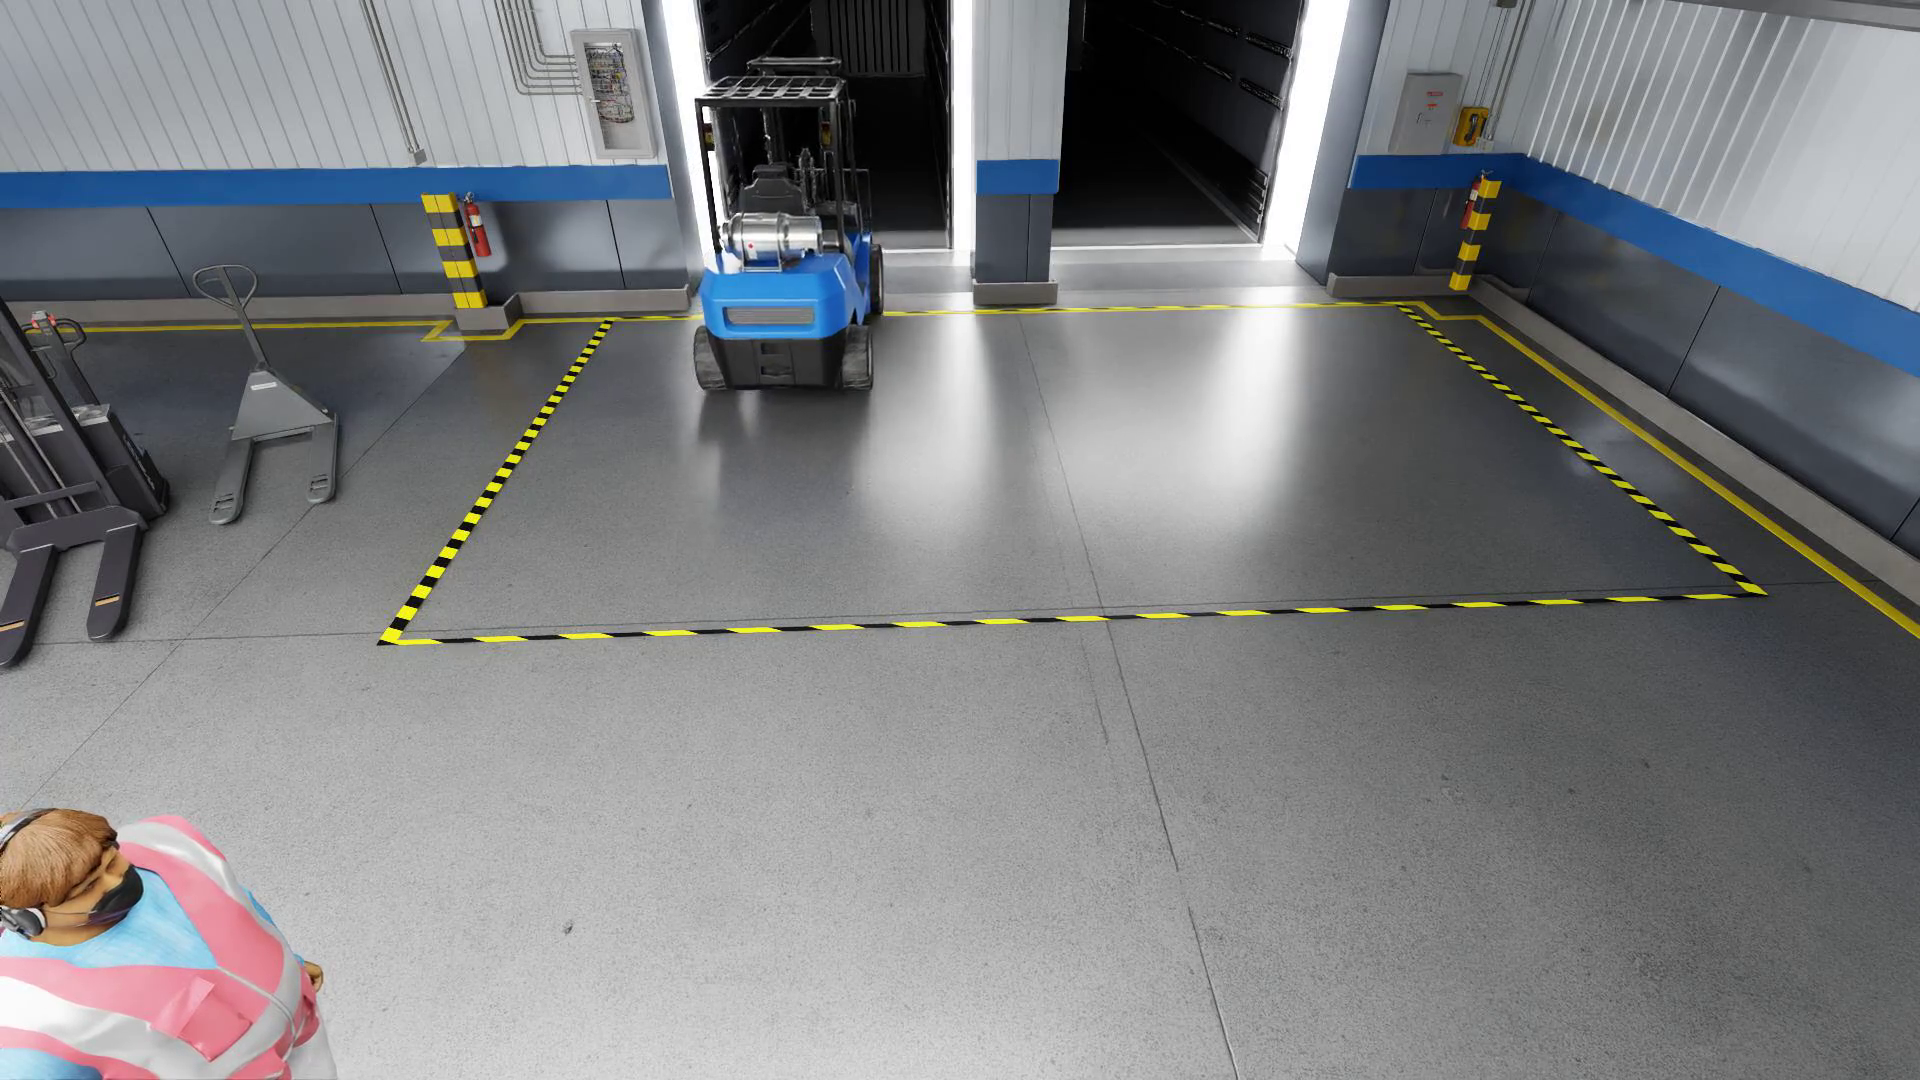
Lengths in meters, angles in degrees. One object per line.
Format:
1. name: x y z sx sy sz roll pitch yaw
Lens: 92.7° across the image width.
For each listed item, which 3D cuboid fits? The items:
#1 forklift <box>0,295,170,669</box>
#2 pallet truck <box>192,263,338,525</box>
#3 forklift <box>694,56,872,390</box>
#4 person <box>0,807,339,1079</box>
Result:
1. forklift: -5.212 -0.618 4.878 0.823 1.965 1.885 -20 39 -26
2. pallet truck: -4.778 -1.027 6.128 0.680 1.201 1.601 -17 38 -23
3. forklift: -1.395 -2.690 7.540 1.157 2.036 2.680 0 35 0
4. person: -1.800 1.293 2.267 0.429 1.841 0.635 -2 35 -3
